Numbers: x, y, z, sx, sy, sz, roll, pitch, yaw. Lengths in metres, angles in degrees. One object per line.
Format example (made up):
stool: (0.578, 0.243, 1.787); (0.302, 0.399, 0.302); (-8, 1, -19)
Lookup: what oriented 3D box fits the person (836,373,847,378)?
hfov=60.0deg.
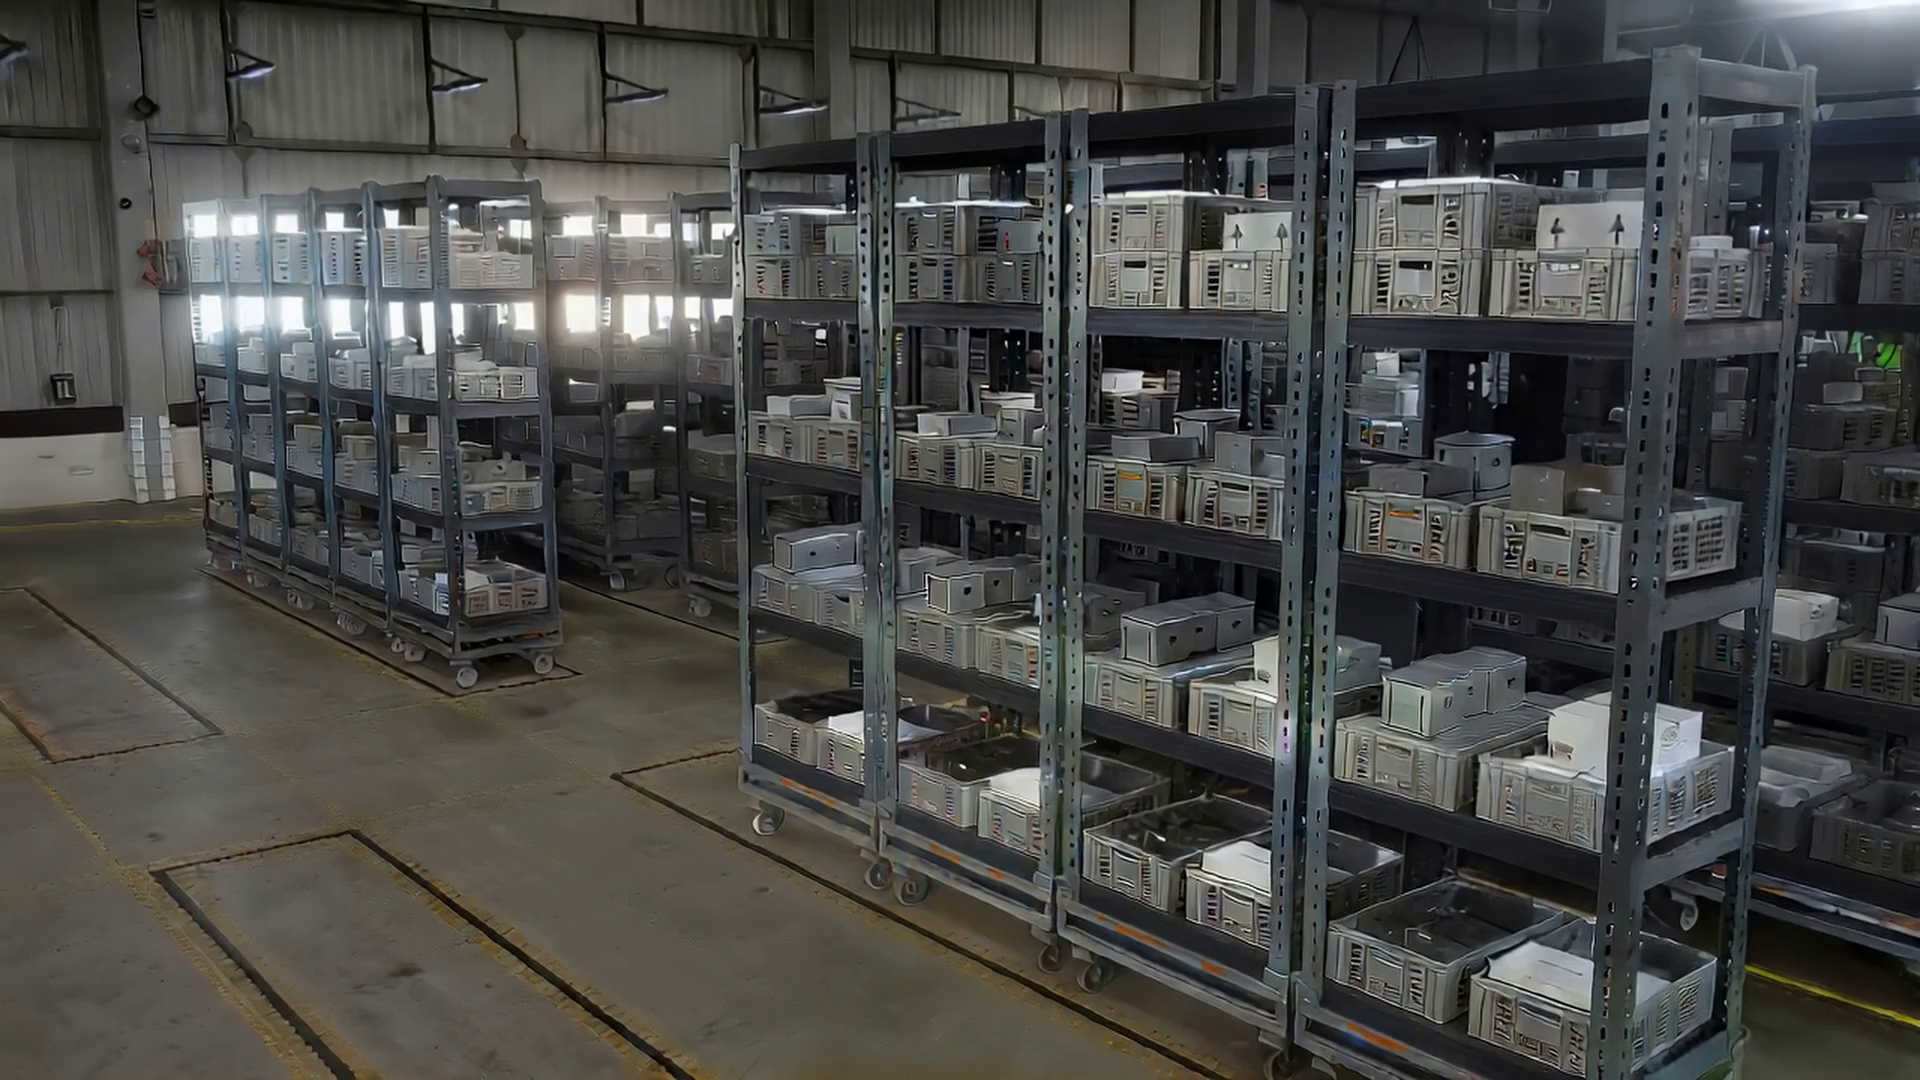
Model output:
person: (-1.309, -1.043, 18.973); (0.567, 1.846, 0.389); (-8, 12, -39)
